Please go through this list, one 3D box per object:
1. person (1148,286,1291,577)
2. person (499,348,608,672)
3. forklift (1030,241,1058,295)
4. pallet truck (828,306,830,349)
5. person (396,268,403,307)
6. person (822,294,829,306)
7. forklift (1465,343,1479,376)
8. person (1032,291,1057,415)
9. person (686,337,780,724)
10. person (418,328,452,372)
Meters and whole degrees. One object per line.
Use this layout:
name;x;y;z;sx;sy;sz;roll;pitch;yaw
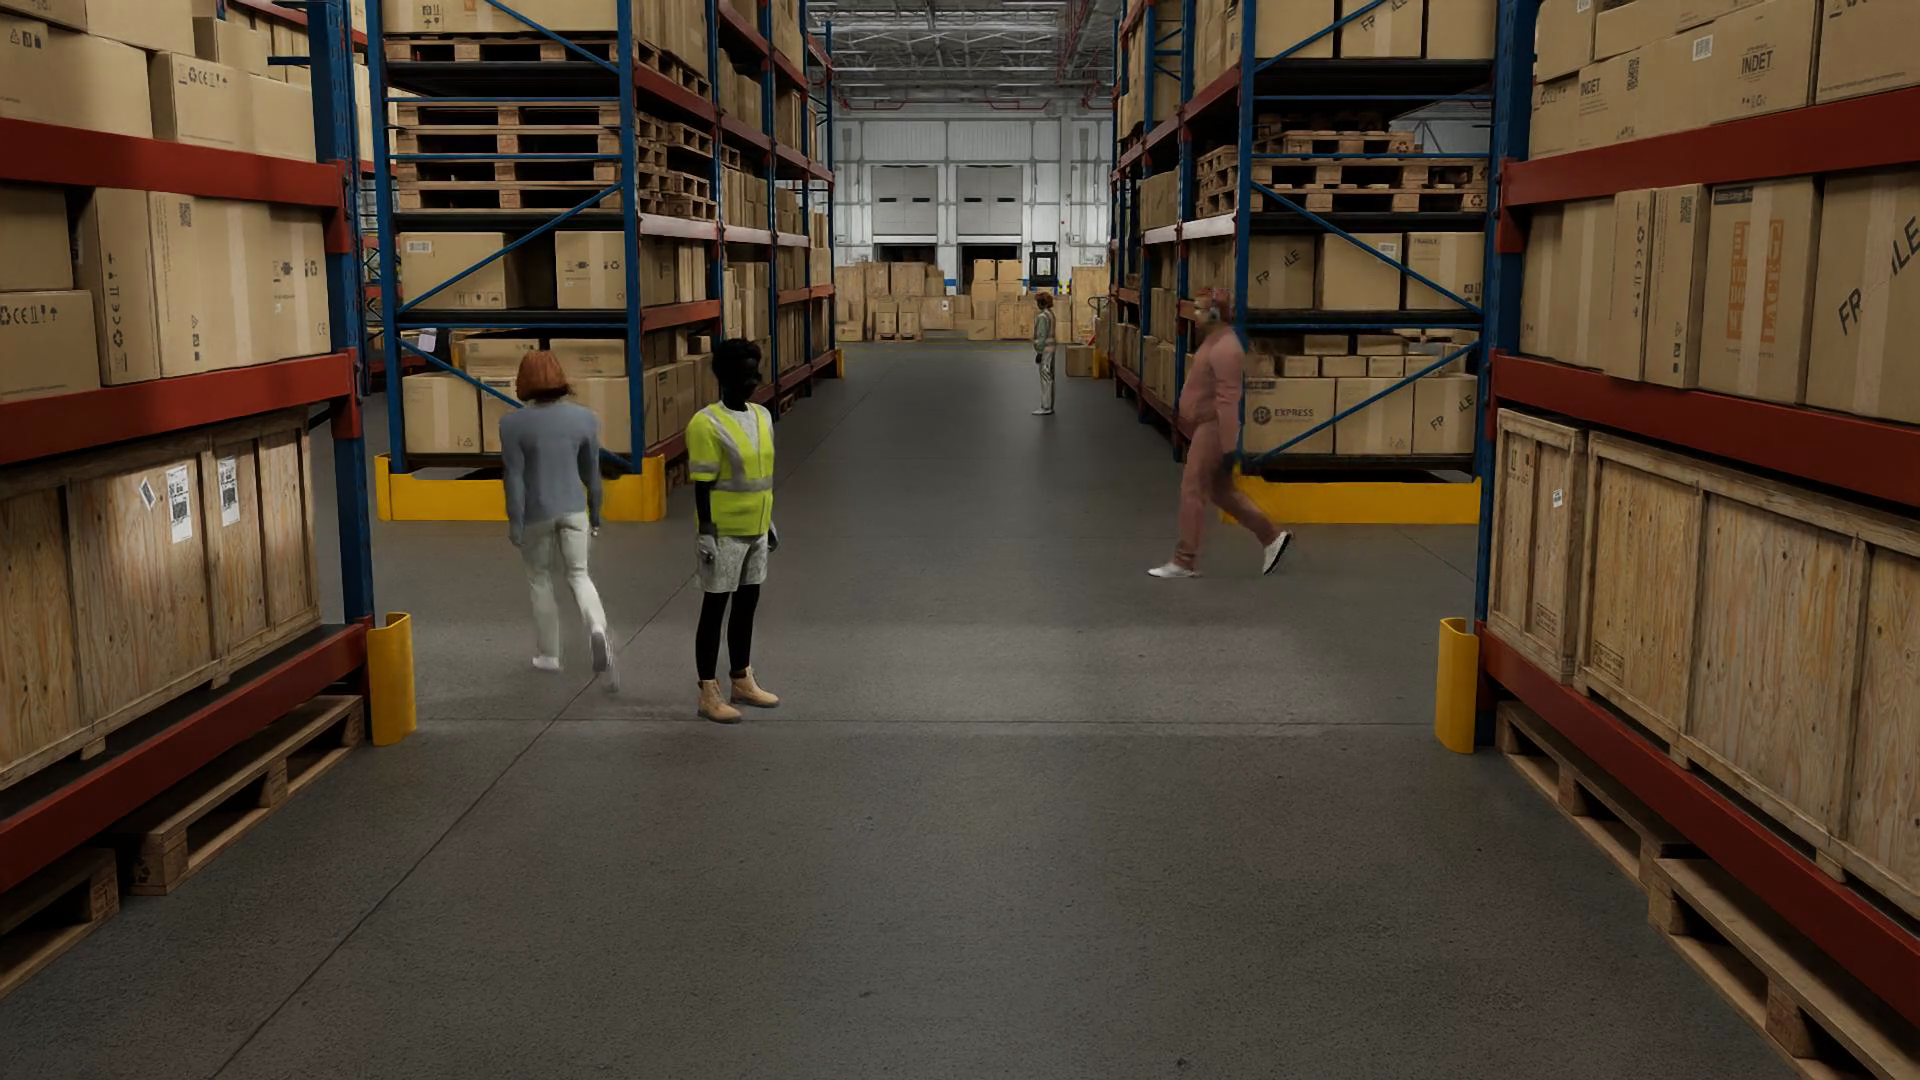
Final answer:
person;1.680;-0.678;10.627;0.845;1.882;0.639;1;10;8
person;-1.948;-0.117;8.050;0.498;1.613;0.617;-6;11;-33
forklift;3.224;-10.092;64.012;1.129;2.768;1.873;0;9;1
pallet truck;-3.100;-3.940;29.800;1.885;1.965;0.823;3;10;19
person;-18.708;-8.092;54.998;0.941;1.879;0.604;-6;11;-31
person;-2.879;-4.685;34.721;0.522;1.852;0.479;-4;10;-25
forklift;6.410;-2.496;18.513;1.129;2.768;1.873;0;9;1
person;1.140;-2.485;22.165;0.308;1.639;0.510;3;10;18
person;-0.995;-0.051;7.394;0.318;1.698;0.539;5;11;29
person;-6.171;-2.201;19.618;0.393;1.920;0.587;-7;12;-36
